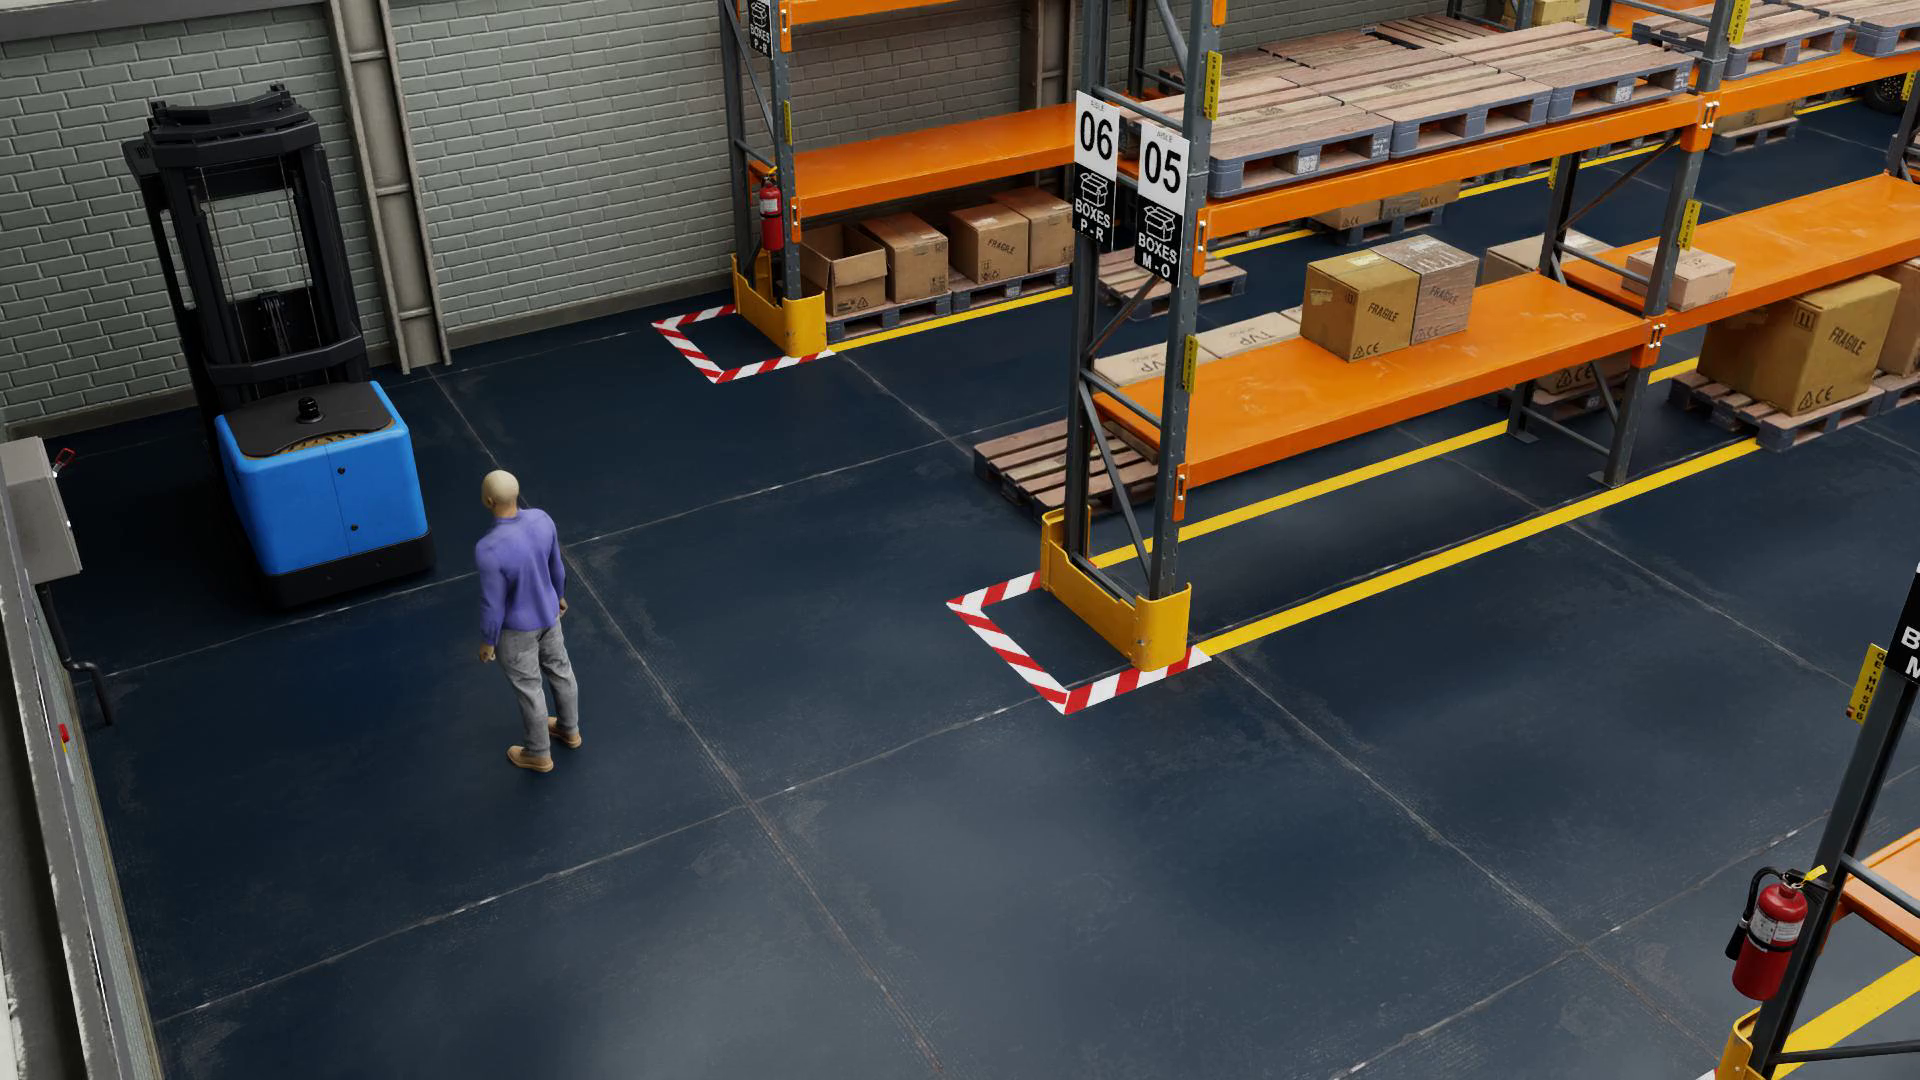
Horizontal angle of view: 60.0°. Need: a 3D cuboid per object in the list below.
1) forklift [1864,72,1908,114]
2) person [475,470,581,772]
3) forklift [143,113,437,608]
[{"bbox_3d":[11.468,-5.645,18.244,1.214,2.155,2.313,-17,36,-26],"label":"forklift"},{"bbox_3d":[-2.282,0.434,8.784,0.394,1.800,0.595,19,36,27],"label":"person"},{"bbox_3d":[-4.289,-1.259,10.509,1.129,2.768,1.873,-17,36,-26],"label":"forklift"}]
